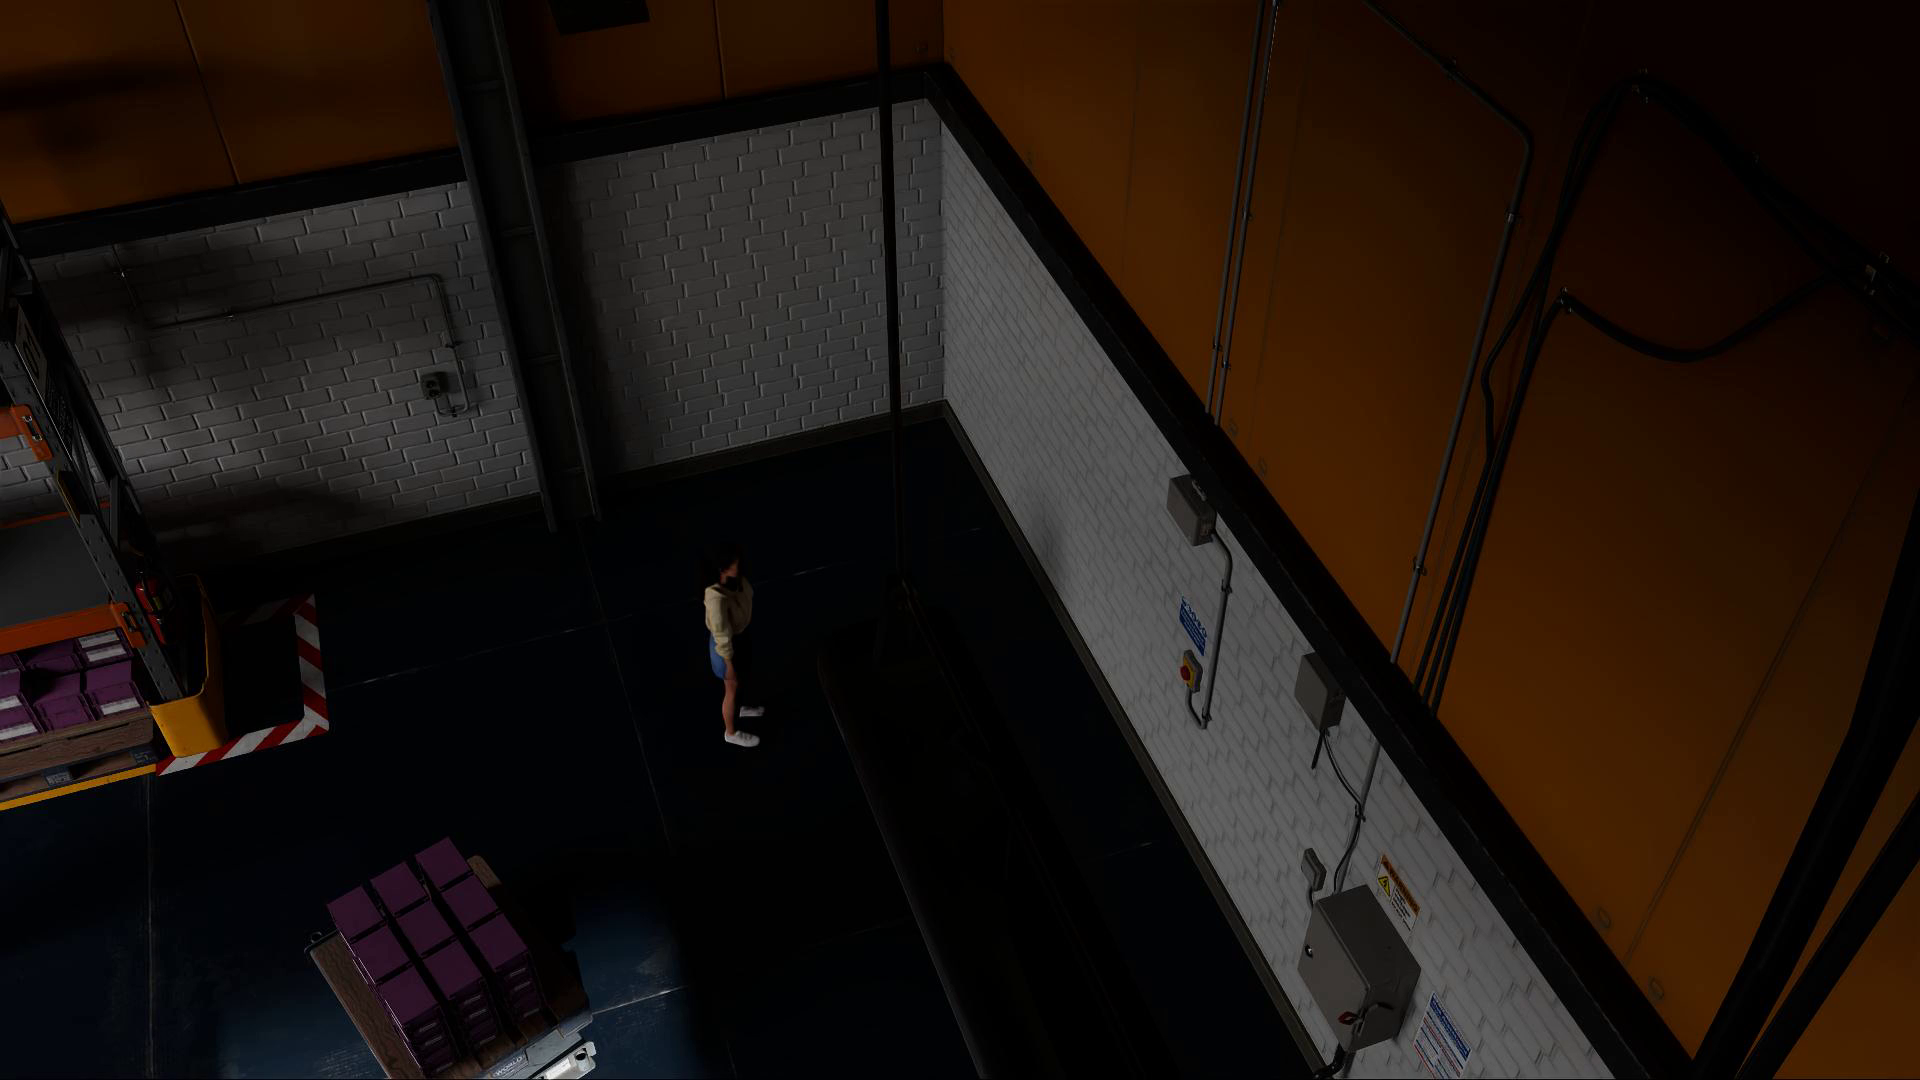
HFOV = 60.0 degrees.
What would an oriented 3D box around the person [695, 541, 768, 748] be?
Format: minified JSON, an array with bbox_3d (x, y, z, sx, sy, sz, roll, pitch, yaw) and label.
[{"bbox_3d":[-1.417,0.621,10.314,0.681,1.631,0.715,2,44,2],"label":"person"}]
